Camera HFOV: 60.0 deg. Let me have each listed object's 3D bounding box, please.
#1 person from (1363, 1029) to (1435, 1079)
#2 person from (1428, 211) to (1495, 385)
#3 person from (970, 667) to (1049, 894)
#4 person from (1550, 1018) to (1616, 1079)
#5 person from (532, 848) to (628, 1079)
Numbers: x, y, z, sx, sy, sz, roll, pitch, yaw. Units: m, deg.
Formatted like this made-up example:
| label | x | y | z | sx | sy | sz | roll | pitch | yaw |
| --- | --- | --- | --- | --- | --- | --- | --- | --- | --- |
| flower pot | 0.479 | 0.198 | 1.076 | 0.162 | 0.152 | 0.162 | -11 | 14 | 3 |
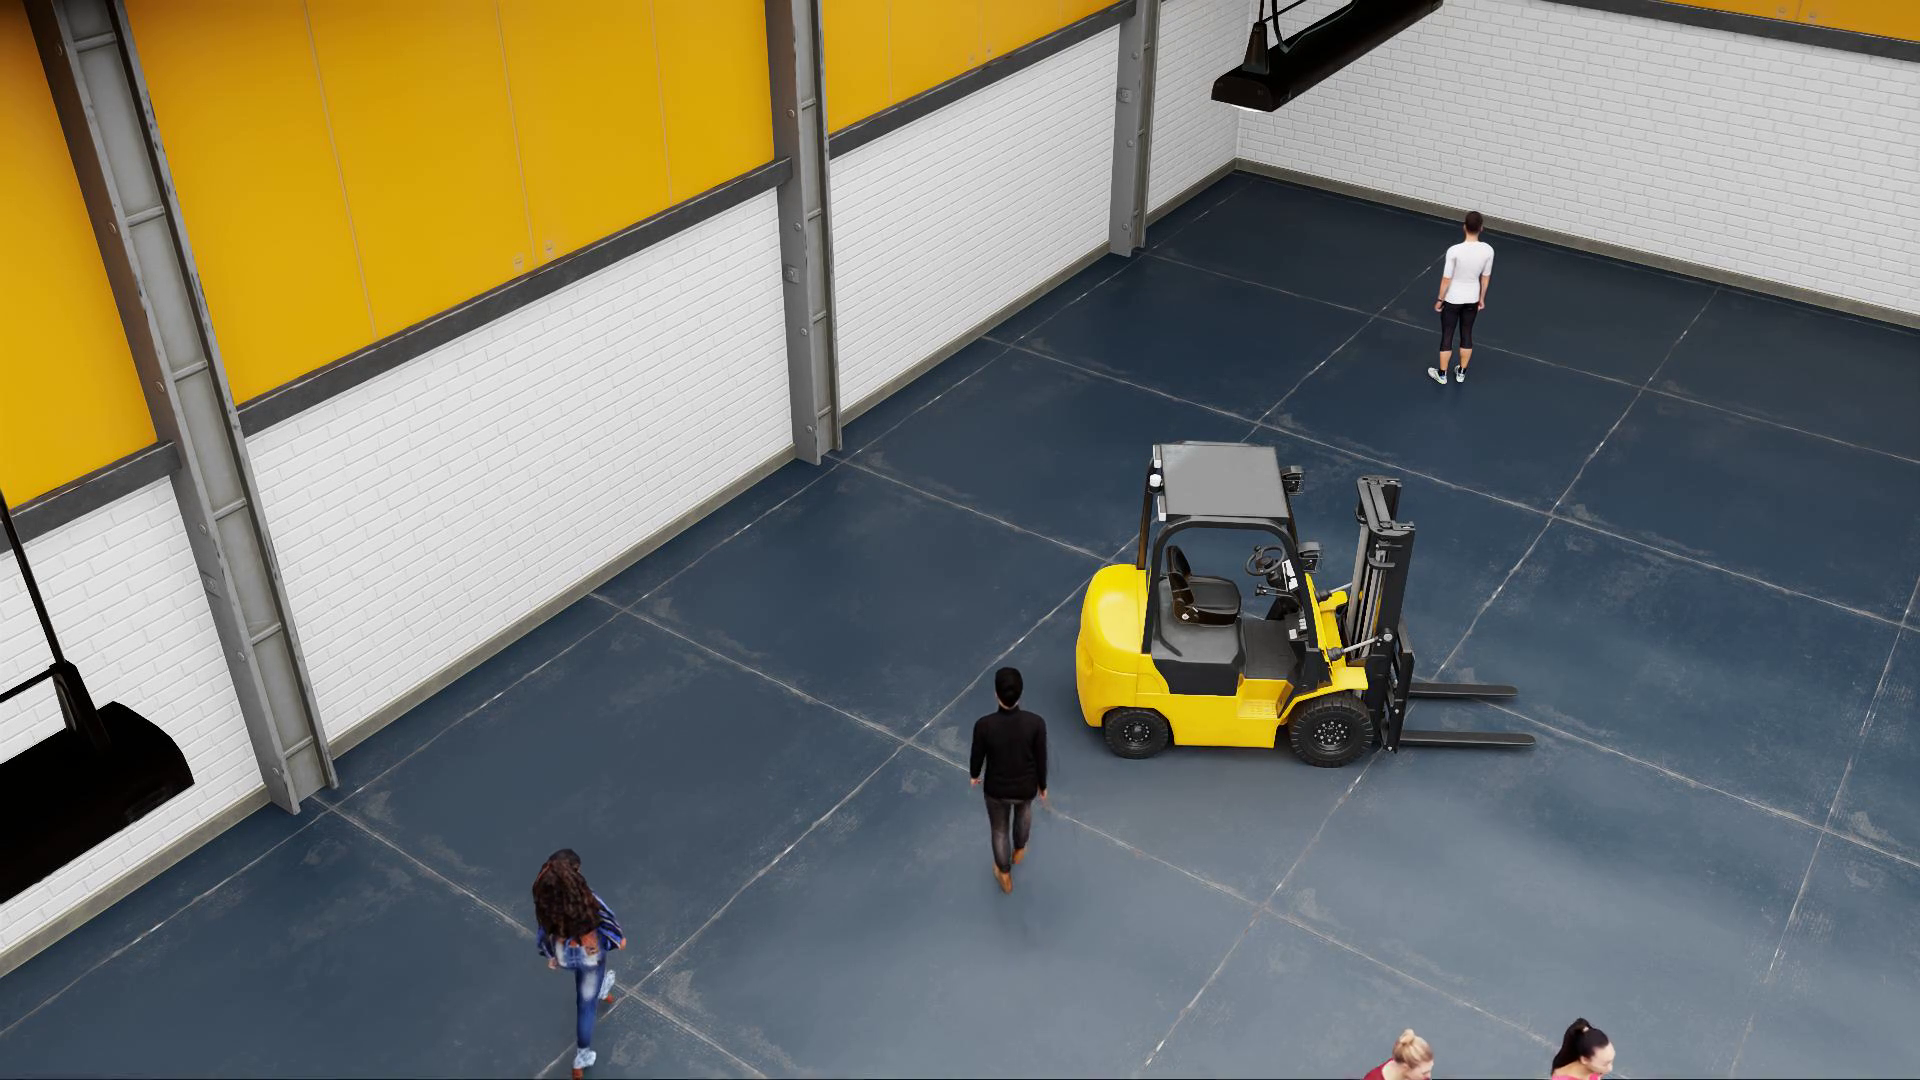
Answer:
| label | x | y | z | sx | sy | sz | roll | pitch | yaw |
| --- | --- | --- | --- | --- | --- | --- | --- | --- | --- |
| person | 2.181 | 3.131 | 8.821 | 0.837 | 1.688 | 0.809 | -25 | 41 | -33 |
| person | 5.169 | -2.491 | 17.130 | 0.742 | 1.853 | 0.783 | -4 | 34 | -6 |
| person | 0.344 | 1.641 | 11.045 | 0.857 | 1.707 | 0.917 | -3 | 34 | -5 |
| person | 3.085 | 3.122 | 8.813 | 0.745 | 1.711 | 0.804 | -20 | 39 | -27 |
| person | -2.263 | 2.527 | 9.829 | 0.888 | 1.578 | 1.099 | 6 | 34 | 10 |
